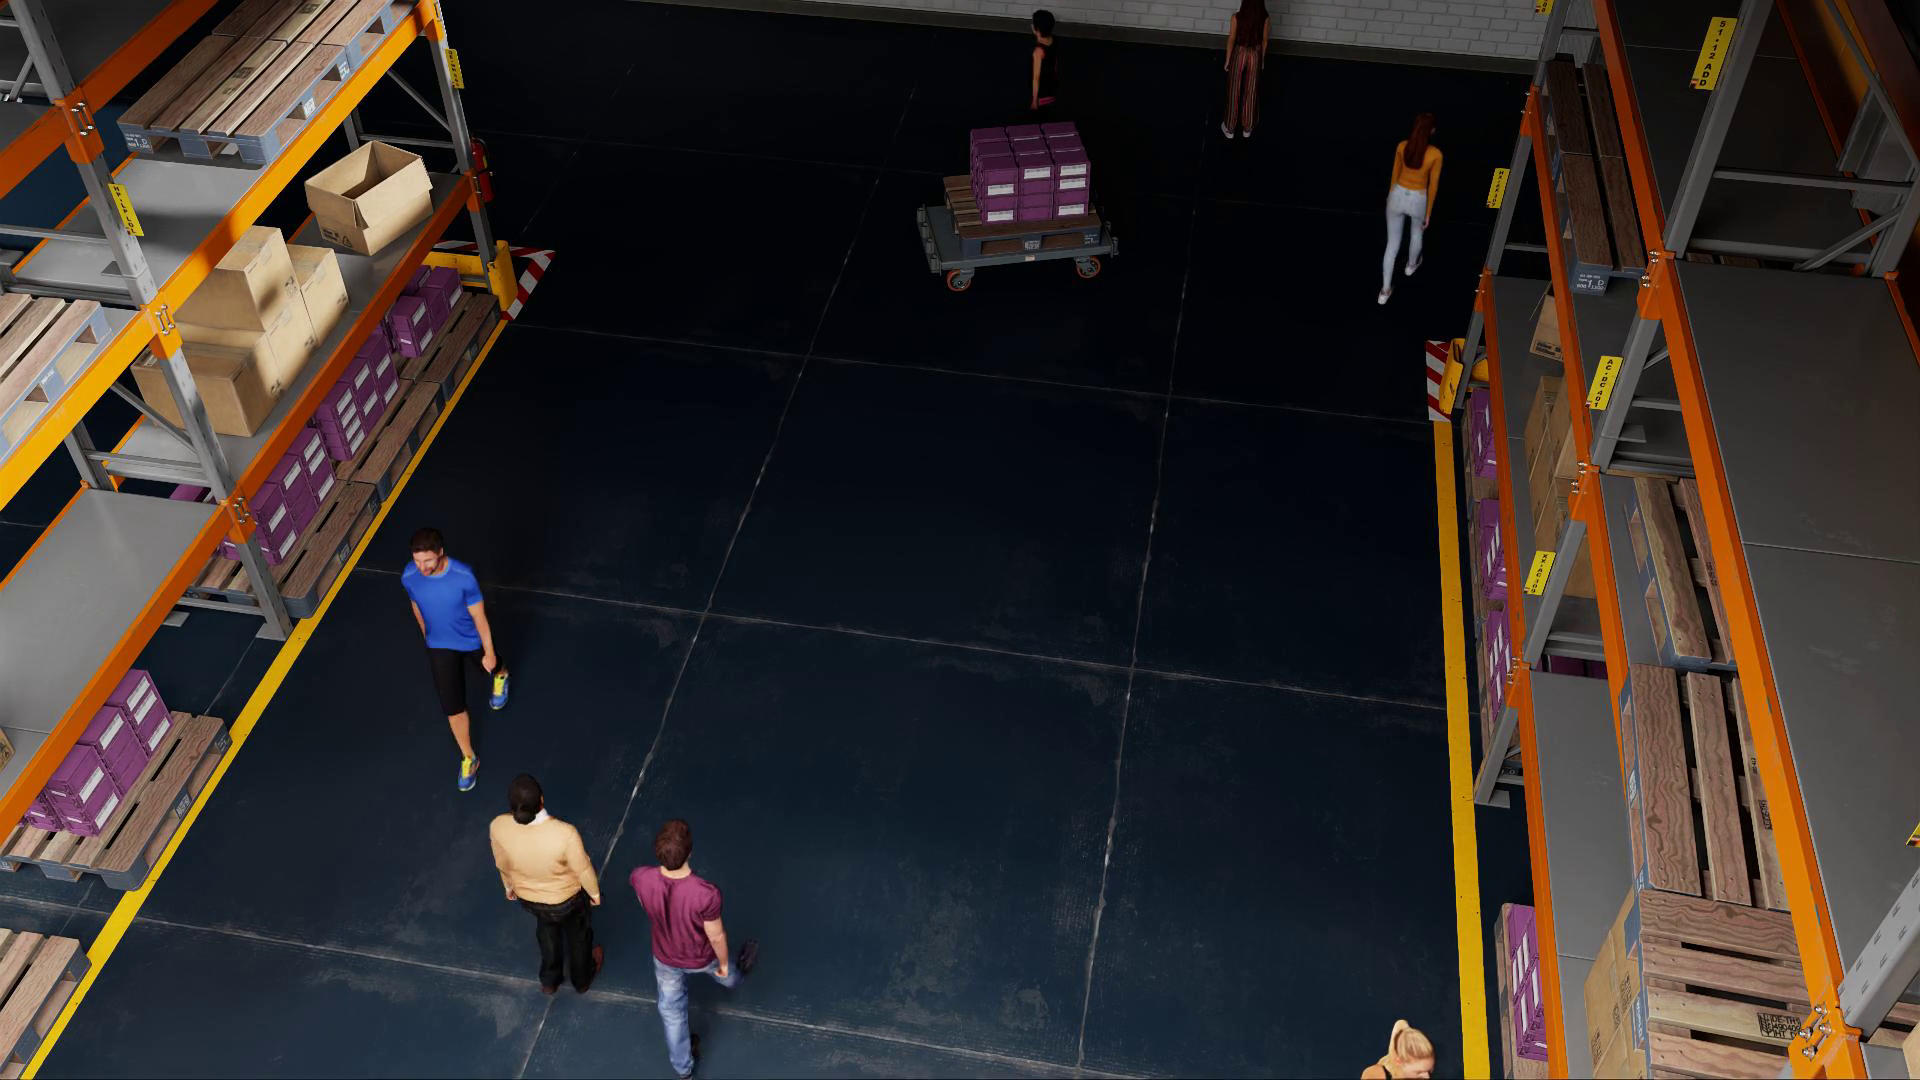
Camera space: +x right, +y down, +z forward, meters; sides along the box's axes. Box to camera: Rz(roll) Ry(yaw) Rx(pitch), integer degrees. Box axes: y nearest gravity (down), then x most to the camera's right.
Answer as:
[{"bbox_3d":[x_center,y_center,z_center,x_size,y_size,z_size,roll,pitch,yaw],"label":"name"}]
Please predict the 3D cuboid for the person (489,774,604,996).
[{"bbox_3d":[-2.217,1.937,8.895,0.675,1.739,0.664,7,44,7],"label":"person"}]

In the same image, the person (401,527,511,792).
[{"bbox_3d":[-3.064,0.556,10.283,0.791,1.824,1.275,0,44,0],"label":"person"}]

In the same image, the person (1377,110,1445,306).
[{"bbox_3d":[3.686,-2.721,13.795,0.753,1.724,1.040,18,46,18],"label":"person"}]

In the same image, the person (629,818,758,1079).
[{"bbox_3d":[-1.446,2.175,8.598,0.678,1.805,1.076,7,44,8],"label":"person"}]

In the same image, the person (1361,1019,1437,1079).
[{"bbox_3d":[1.995,2.821,7.890,0.682,1.846,0.727,-22,48,-21],"label":"person"}]

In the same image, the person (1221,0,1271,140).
[{"bbox_3d":[2.731,-4.588,15.876,0.589,1.559,0.570,0,44,0],"label":"person"}]
